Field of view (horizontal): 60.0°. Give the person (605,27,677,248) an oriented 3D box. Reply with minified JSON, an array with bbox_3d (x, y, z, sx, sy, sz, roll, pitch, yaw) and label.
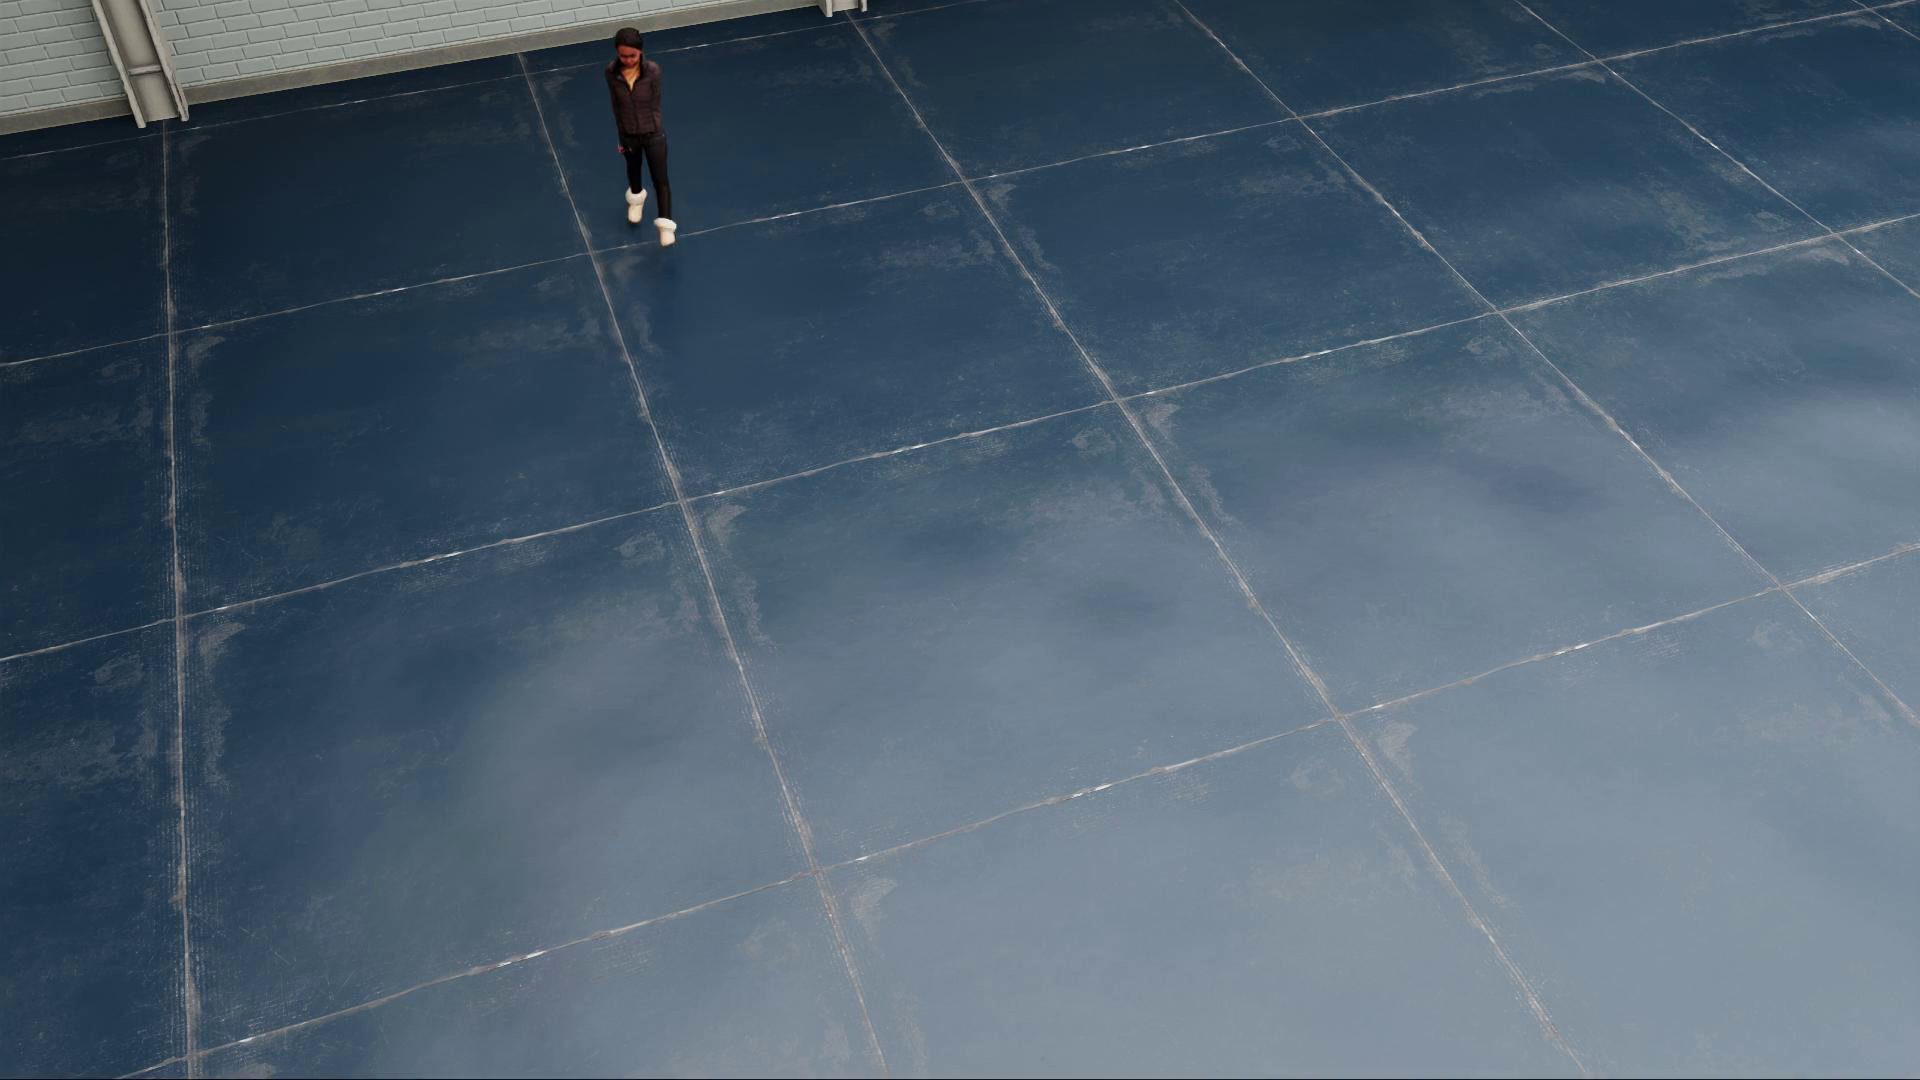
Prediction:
[{"bbox_3d":[-2.351,-2.873,12.102,1.111,1.623,0.907,15,45,15],"label":"person"}]
